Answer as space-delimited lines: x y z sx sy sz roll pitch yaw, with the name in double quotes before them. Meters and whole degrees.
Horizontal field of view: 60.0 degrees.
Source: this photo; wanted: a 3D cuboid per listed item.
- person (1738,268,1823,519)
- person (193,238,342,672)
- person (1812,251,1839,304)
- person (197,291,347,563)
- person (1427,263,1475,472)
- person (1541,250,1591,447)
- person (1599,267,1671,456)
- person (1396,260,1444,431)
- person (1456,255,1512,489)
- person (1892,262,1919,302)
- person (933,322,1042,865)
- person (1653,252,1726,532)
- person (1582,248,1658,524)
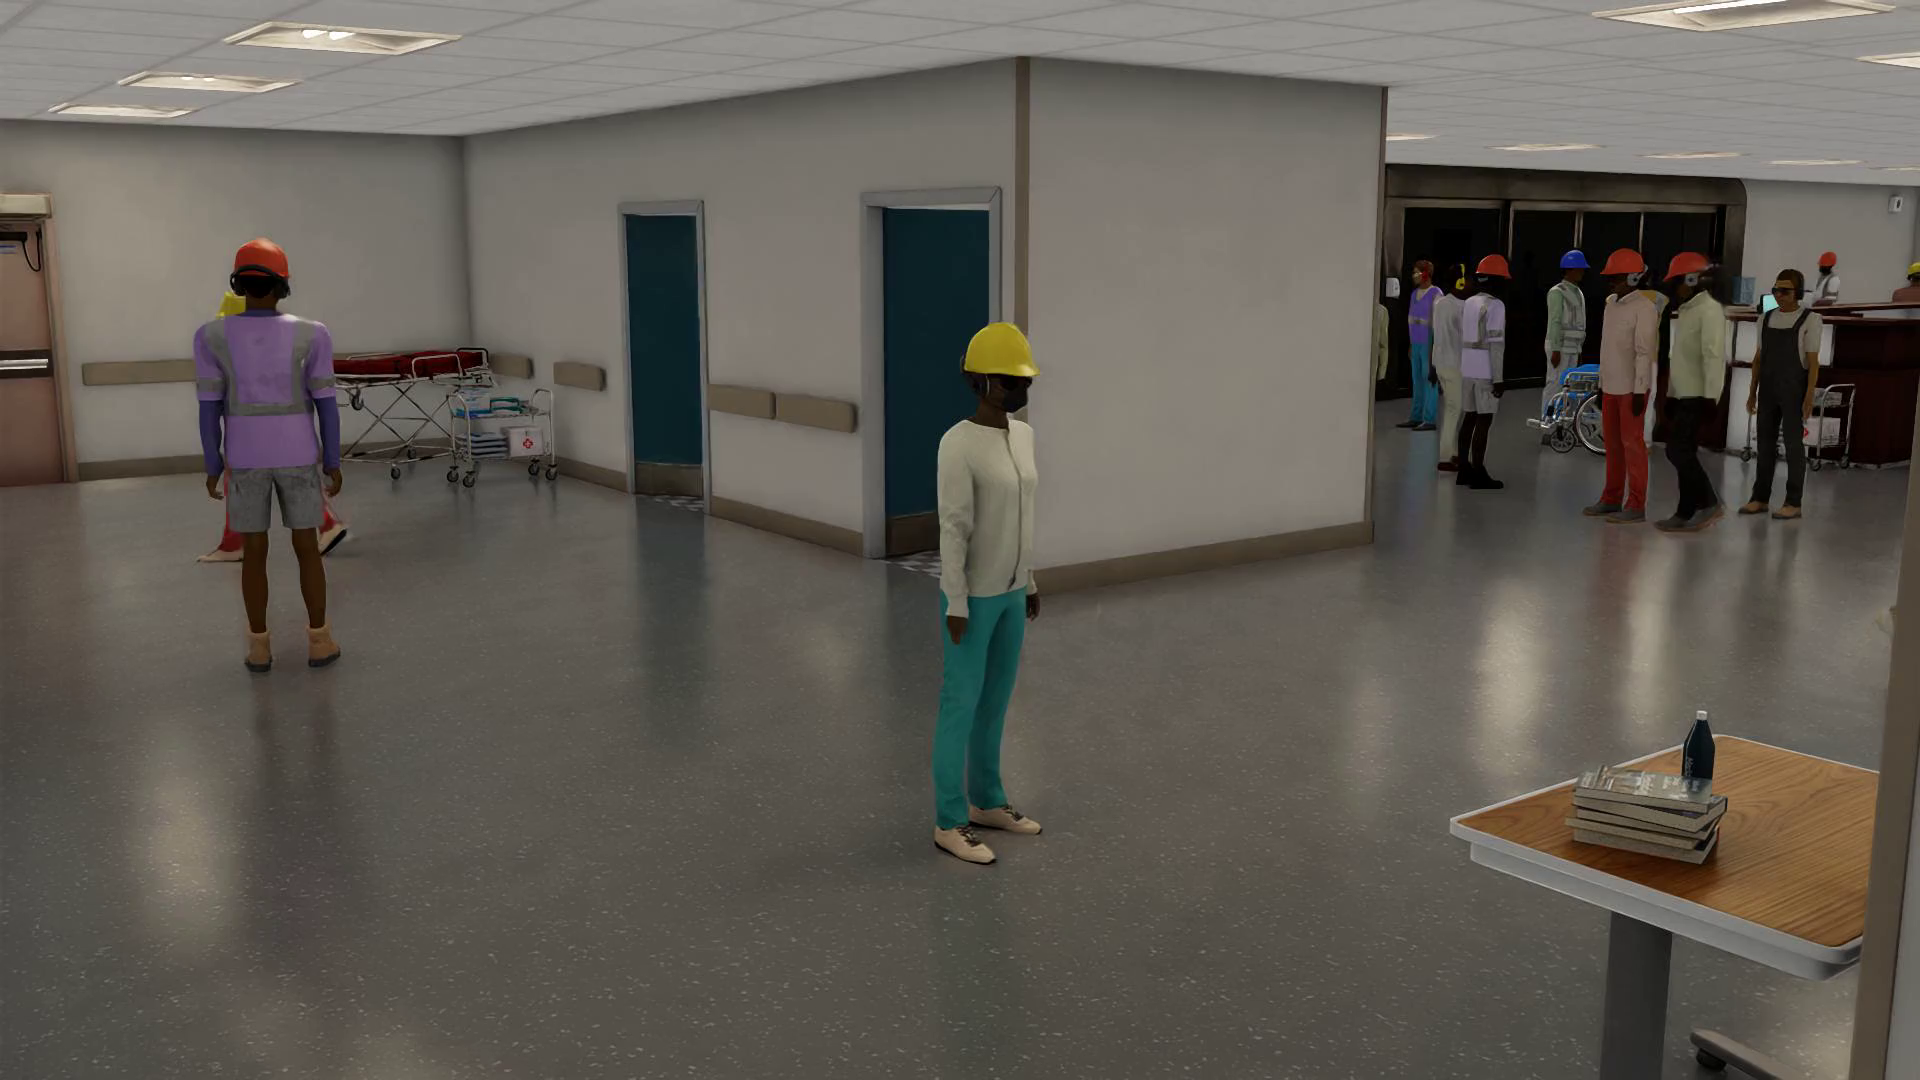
"person" 6.069 -1.074 12.277 0.344 1.838 0.507 -6 12 -29
"person" -3.263 -0.397 7.898 0.615 2.041 0.388 -4 11 -19
"person" 13.024 -3.393 25.093 0.519 1.896 0.586 -1 10 -5
"person" -4.411 -0.719 10.583 0.857 1.731 0.521 -1 10 -8
"person" 4.417 -1.522 14.775 0.460 1.845 0.514 -1 10 -5
"person" 6.067 -1.916 16.669 0.390 1.949 0.602 9 13 41
"person" 6.433 -1.716 15.896 0.633 1.836 0.429 4 11 23
"person" 5.046 -2.103 18.022 0.392 1.842 0.564 -2 10 -12
"person" 4.342 -1.383 13.752 0.387 1.929 0.543 -2 10 -13
"person" 12.485 -2.744 21.822 0.525 1.771 0.310 8 13 37
"person" 0.116 0.168 5.509 0.329 1.767 0.528 6 12 32
"person" 5.082 -1.016 11.579 0.426 1.966 0.650 1 10 6
"person" 4.807 -1.116 12.103 0.415 1.985 0.611 -1 10 -8
